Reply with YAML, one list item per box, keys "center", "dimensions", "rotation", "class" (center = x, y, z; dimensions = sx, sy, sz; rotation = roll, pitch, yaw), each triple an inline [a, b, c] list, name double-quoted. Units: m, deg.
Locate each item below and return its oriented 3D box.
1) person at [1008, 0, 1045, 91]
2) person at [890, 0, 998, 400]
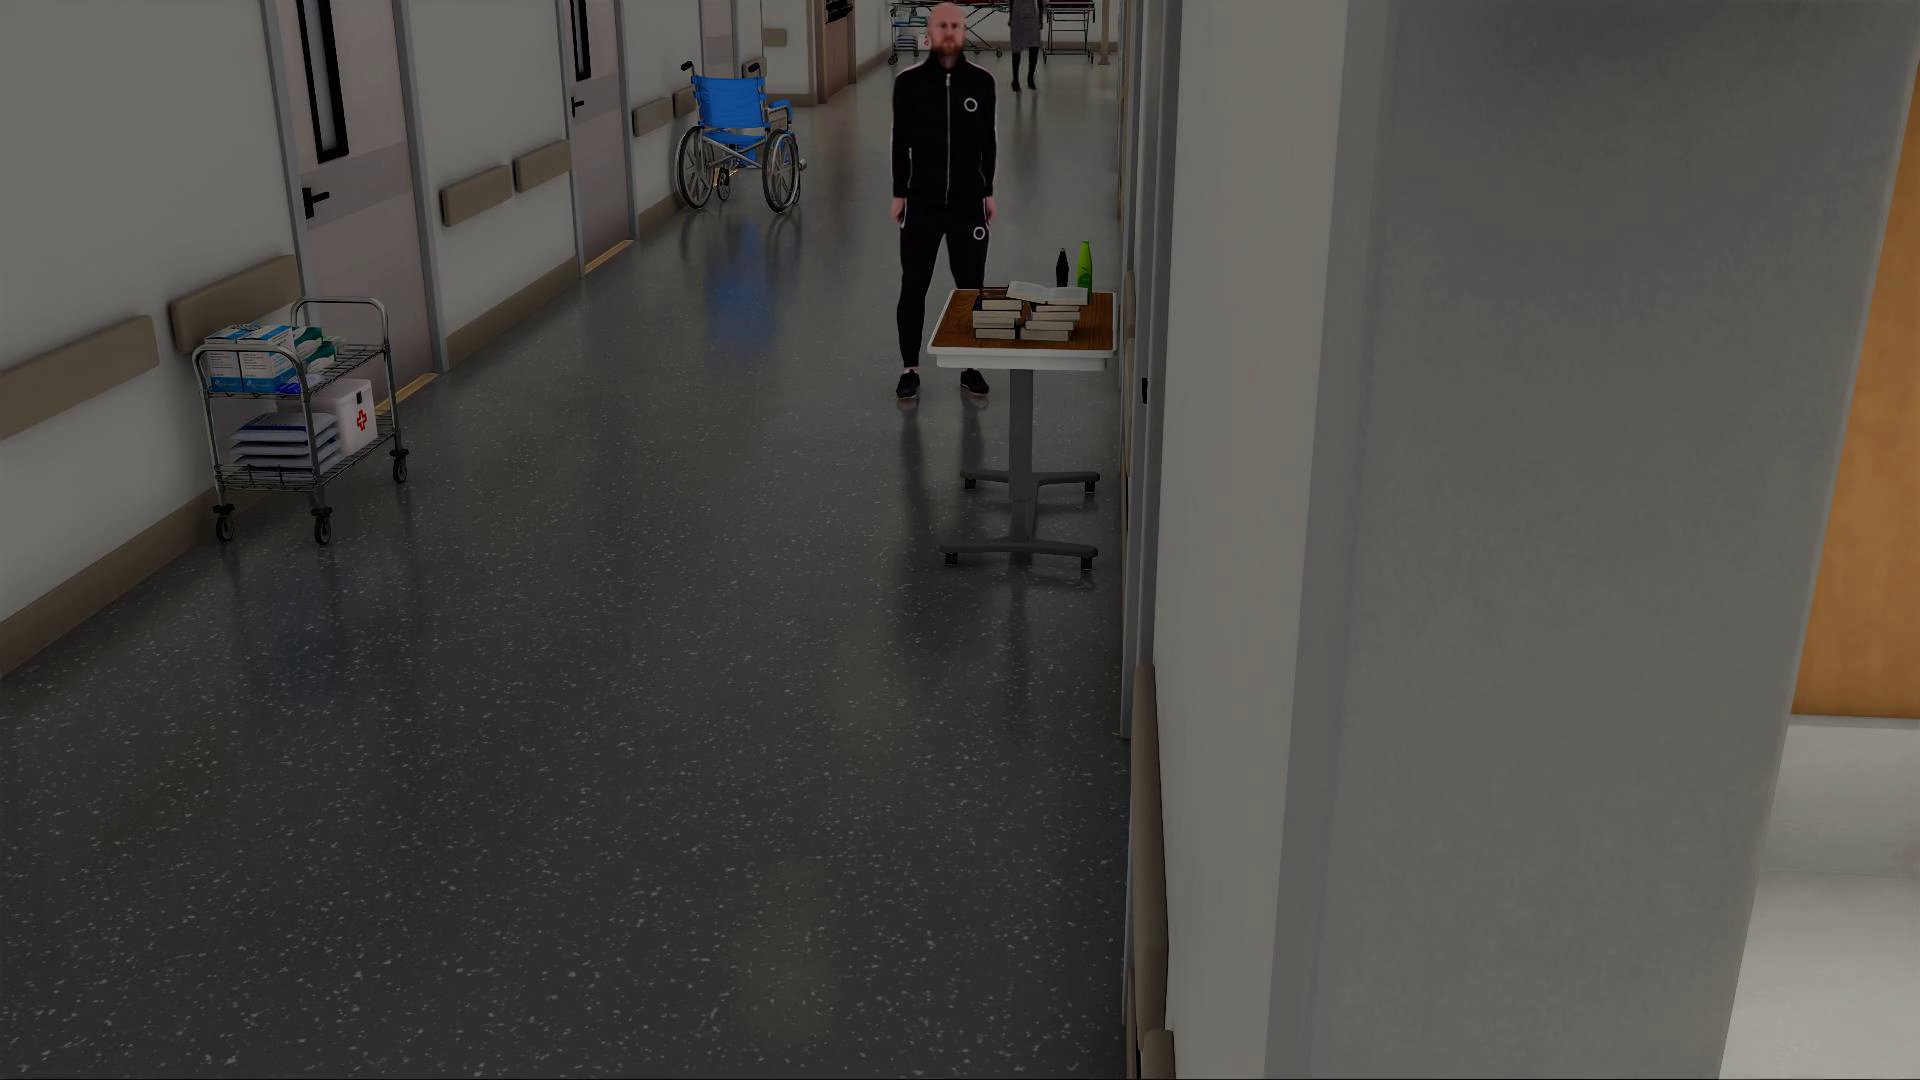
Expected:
- center: [0.857, -6.666, 21.380]
  dimensions: [0.777, 1.773, 0.822]
  rotation: [5, 21, 13]
  class: "person"
- center: [-0.079, -1.595, 7.901]
  dimensions: [0.719, 1.837, 0.654]
  rotation: [-3, 21, -8]
  class: "person"
